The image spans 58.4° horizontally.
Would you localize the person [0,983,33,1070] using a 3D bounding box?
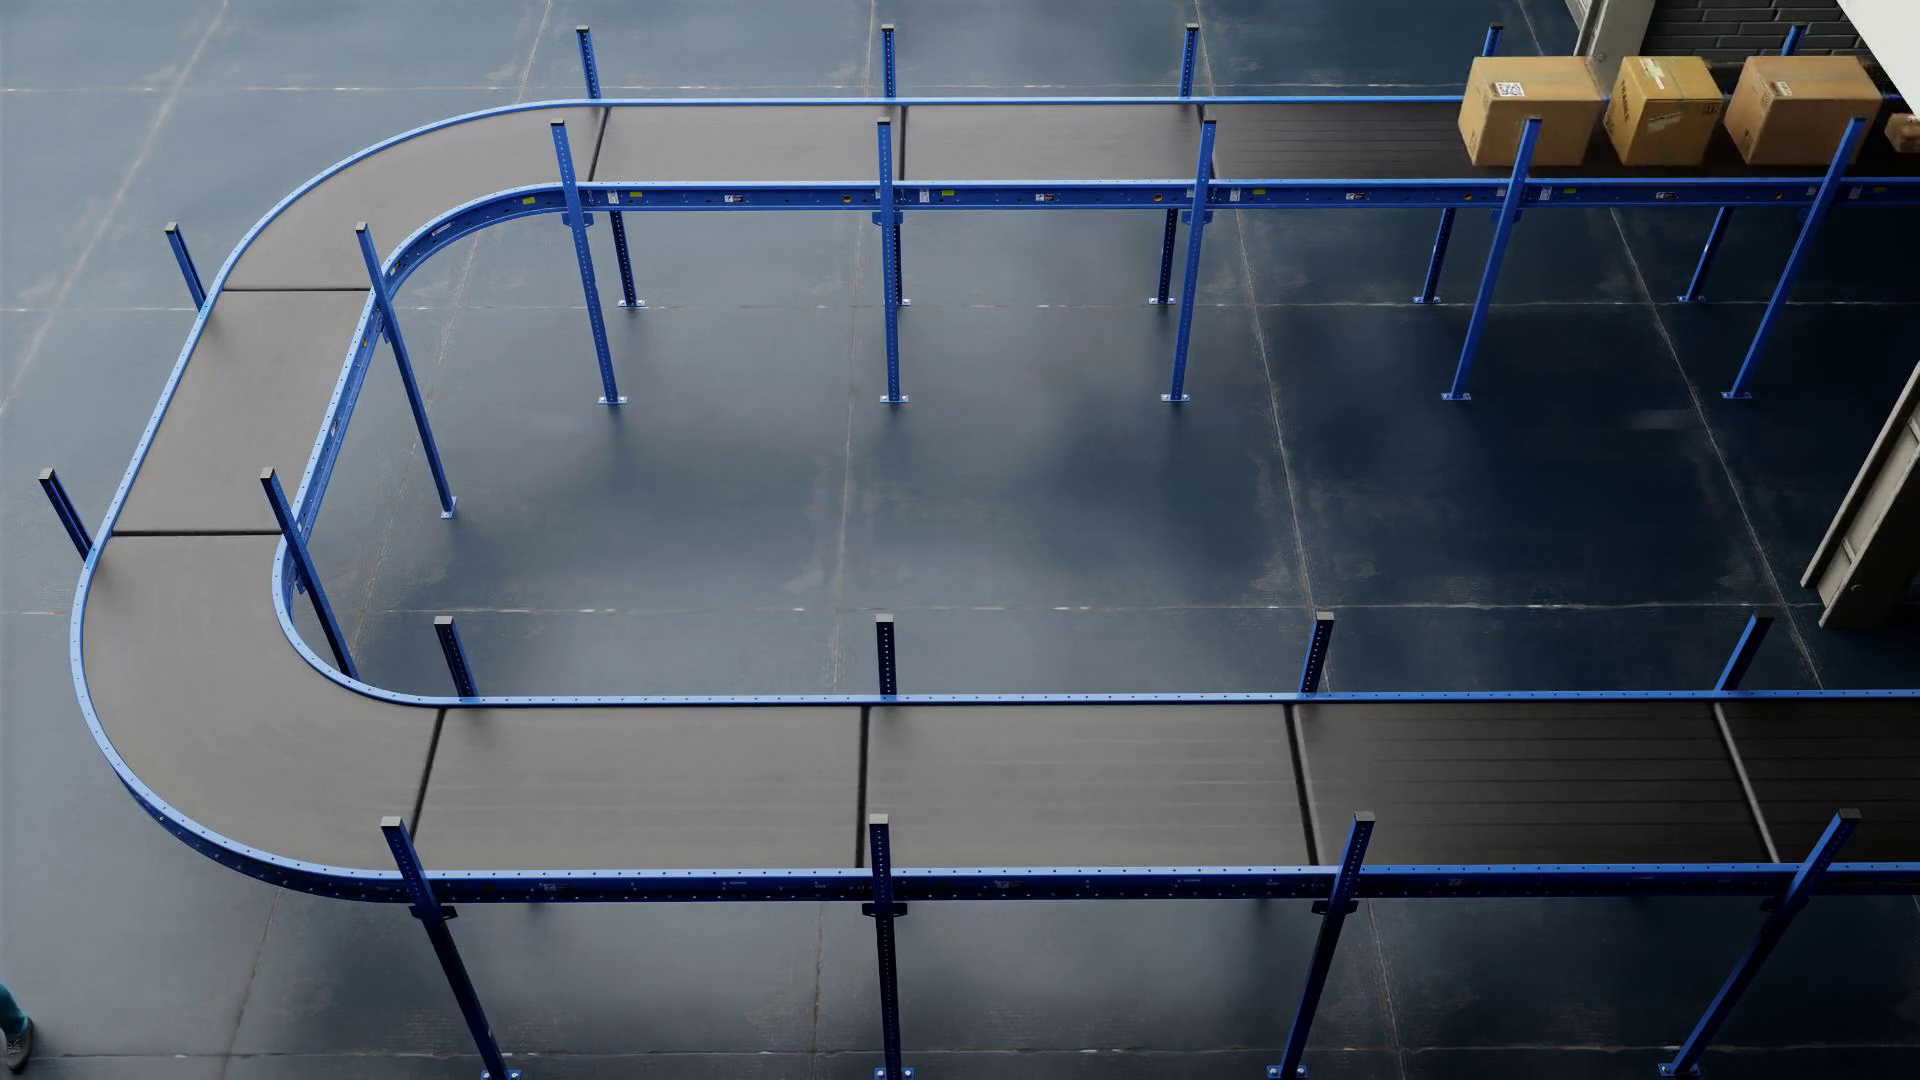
[{"bbox_3d":[-4.960,1.952,8.194,0.578,1.845,0.375,-1,47,-1],"label":"person"}]
